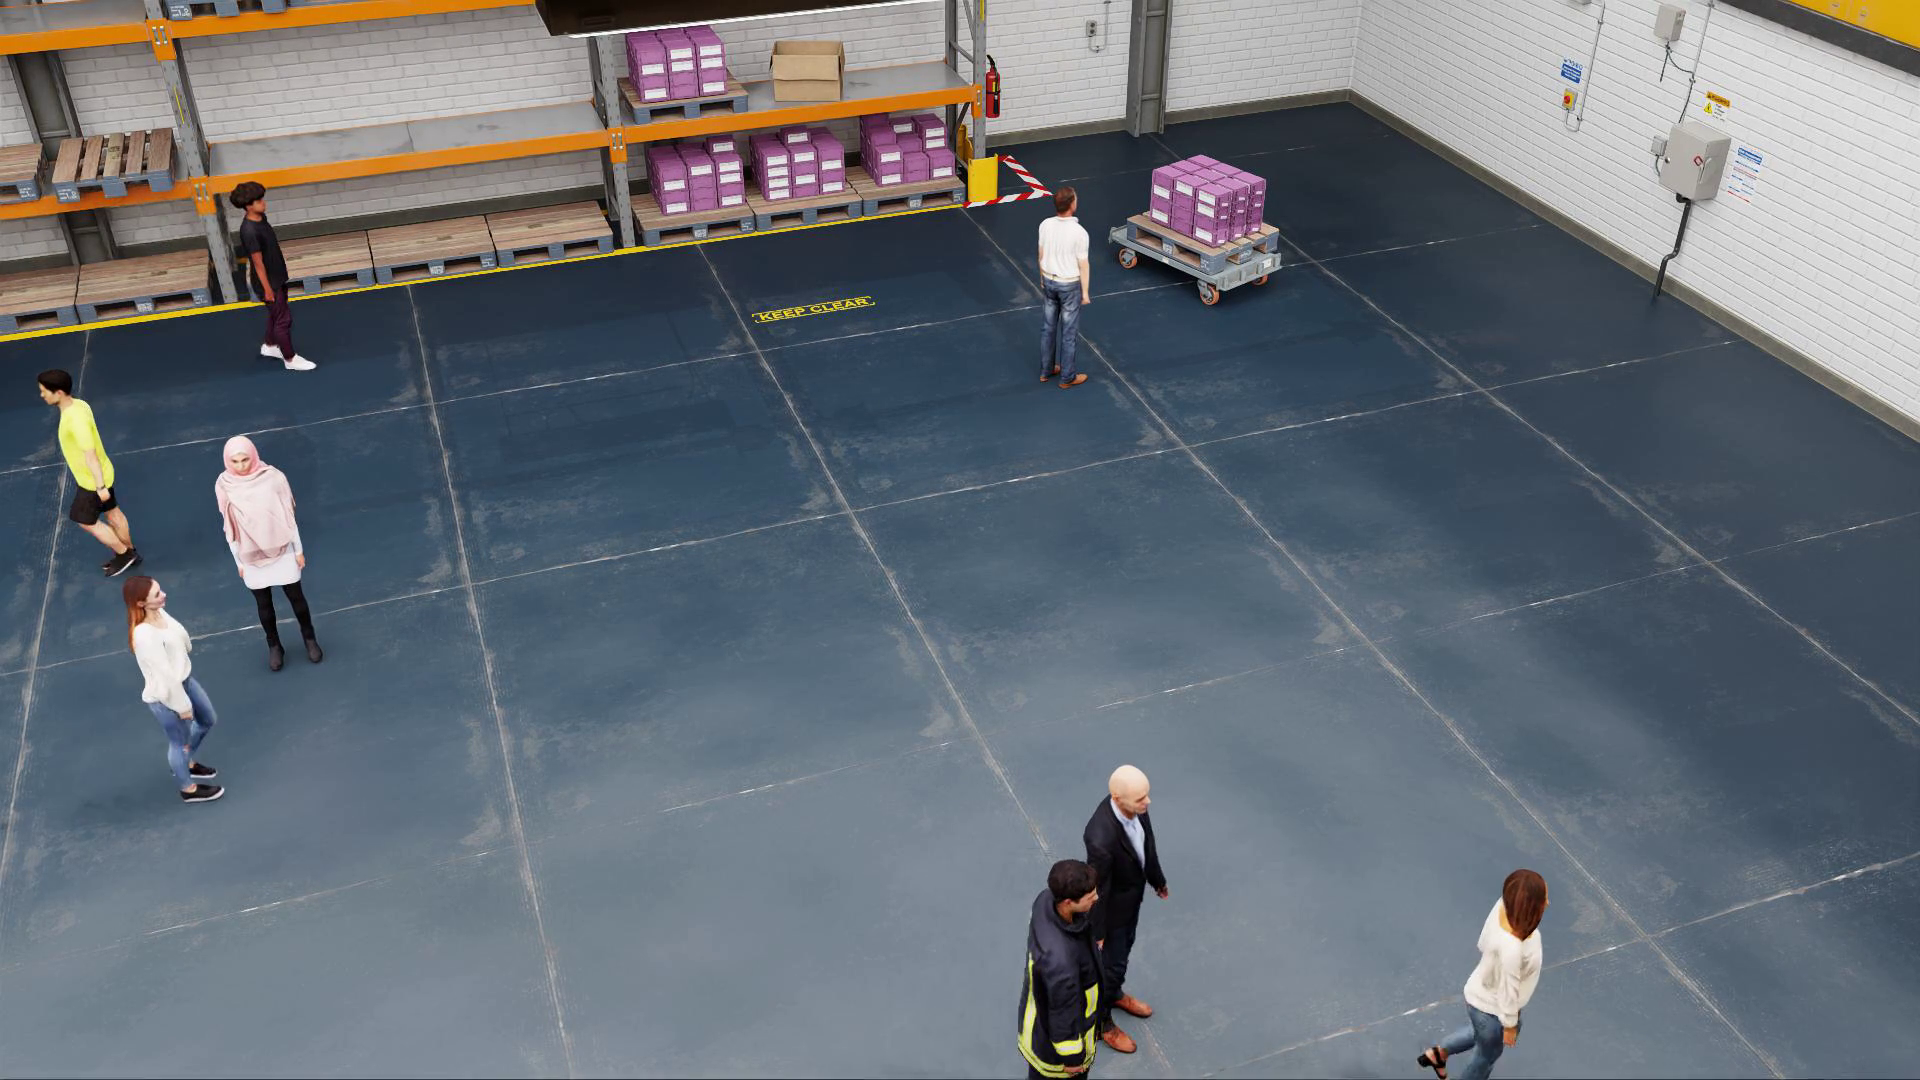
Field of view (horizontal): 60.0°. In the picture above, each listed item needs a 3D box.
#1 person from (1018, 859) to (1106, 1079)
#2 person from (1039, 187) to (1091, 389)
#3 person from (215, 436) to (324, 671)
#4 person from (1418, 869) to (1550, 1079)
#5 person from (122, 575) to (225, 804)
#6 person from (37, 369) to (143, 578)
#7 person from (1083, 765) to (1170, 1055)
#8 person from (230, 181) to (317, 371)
[{"bbox_3d":[0.444,2.243,7.954,0.939,1.920,0.937,4,34,5],"label":"person"},{"bbox_3d":[0.894,-2.243,14.759,0.751,1.856,0.763,23,40,31],"label":"person"},{"bbox_3d":[-4.712,0.083,11.311,0.490,1.800,0.662,-11,35,-16],"label":"person"},{"bbox_3d":[2.557,2.234,8.191,0.847,1.671,0.789,11,35,16],"label":"person"},{"bbox_3d":[-4.888,0.937,10.131,0.597,1.683,0.647,-7,34,-10],"label":"person"},{"bbox_3d":[-6.342,-0.519,12.307,0.659,1.699,0.693,-18,38,-25],"label":"person"},{"bbox_3d":[0.794,1.844,8.667,0.880,1.794,0.804,17,37,24],"label":"person"},{"bbox_3d":[-6.294,-2.419,15.067,0.790,1.809,0.696,-5,34,-8],"label":"person"}]
